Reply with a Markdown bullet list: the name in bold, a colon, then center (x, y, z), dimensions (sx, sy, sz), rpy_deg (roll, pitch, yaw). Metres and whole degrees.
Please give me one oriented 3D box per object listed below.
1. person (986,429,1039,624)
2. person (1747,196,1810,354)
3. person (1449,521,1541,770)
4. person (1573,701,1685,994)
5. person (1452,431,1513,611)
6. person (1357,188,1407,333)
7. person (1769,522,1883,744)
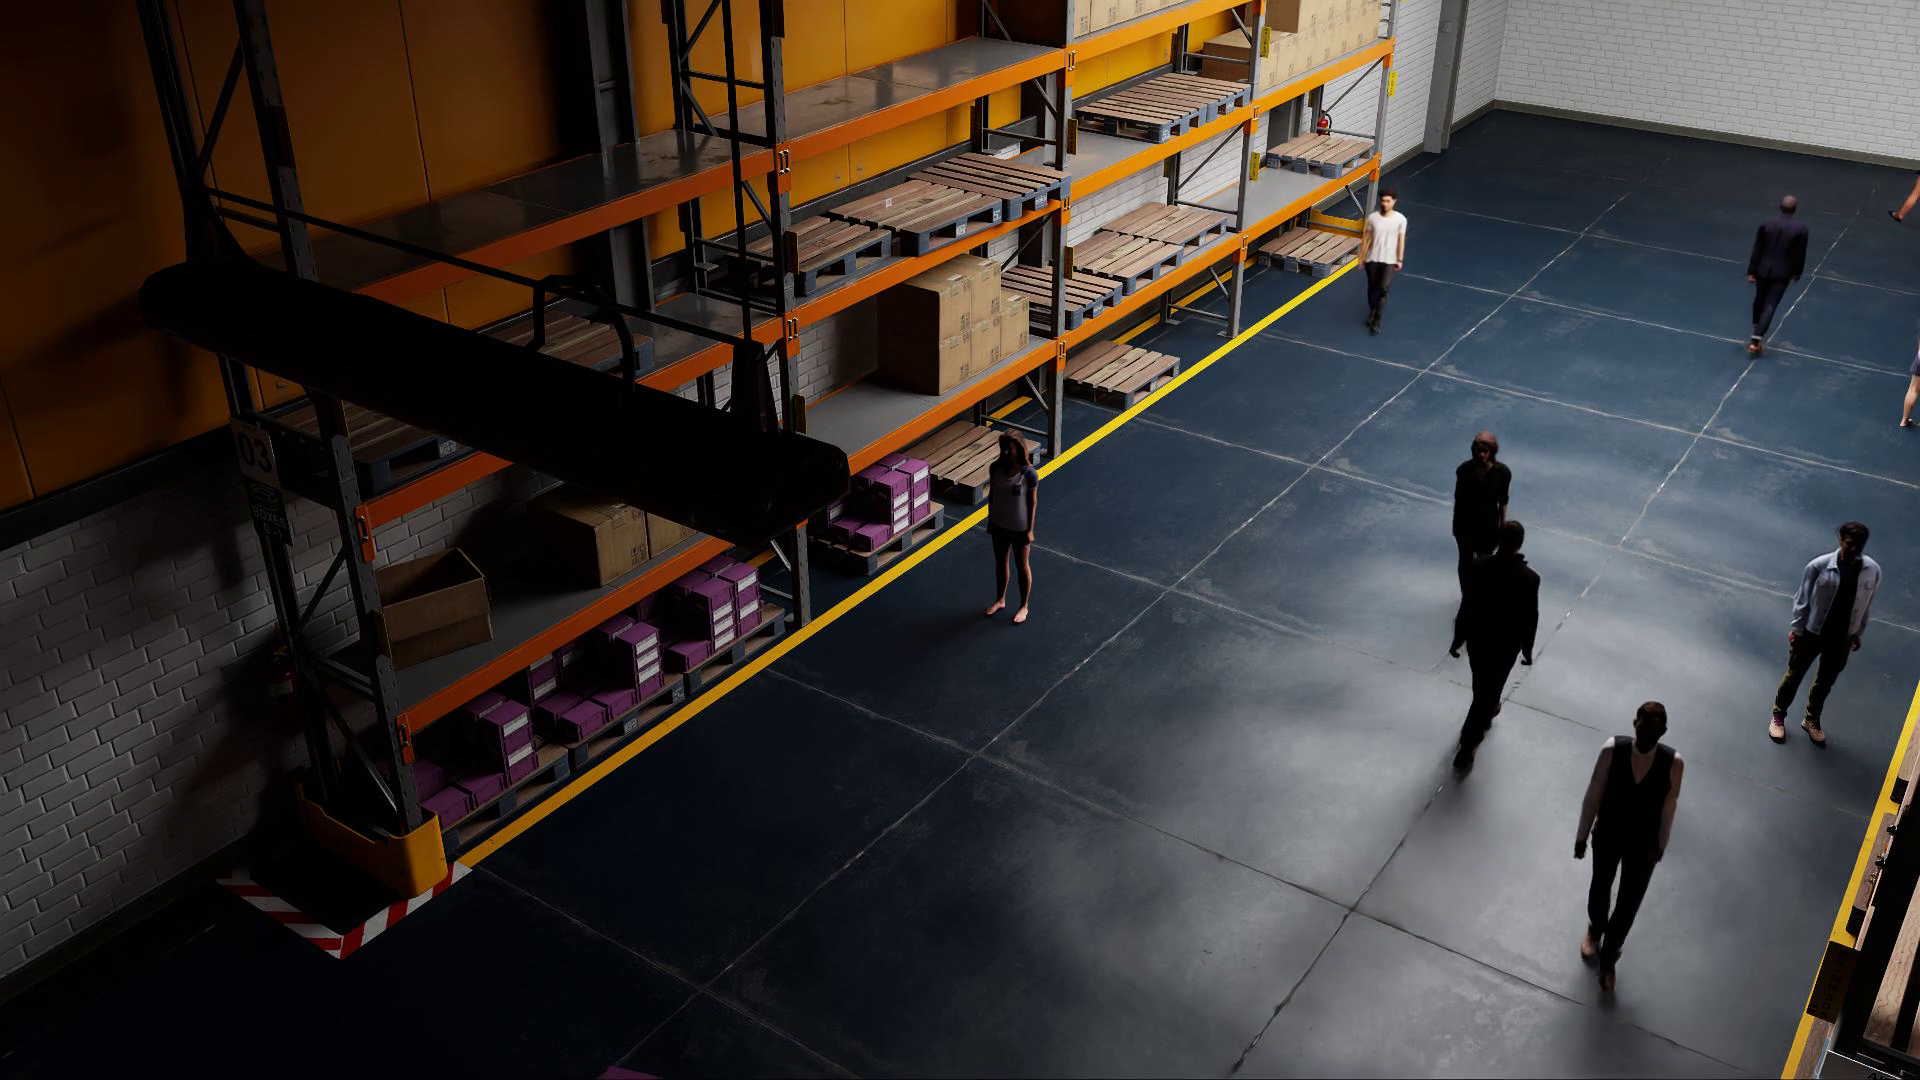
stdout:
- **person**: center (0.437, -0.135, 13.835), dimensions (0.610, 1.732, 0.569), rpy_deg (15, 32, 25)
- **person**: center (9.300, -3.004, 19.050), dimensions (0.764, 1.774, 1.198), rpy_deg (22, 36, 35)
- **person**: center (3.817, 0.785, 12.003), dimensions (0.733, 1.872, 1.231), rpy_deg (18, 33, 30)
- **person**: center (4.078, 1.752, 10.180), dimensions (0.735, 1.919, 0.858), rpy_deg (14, 32, 24)
- **person**: center (4.349, -0.173, 13.951), dimensions (0.716, 1.689, 0.870), rpy_deg (10, 30, 18)
- **person**: center (5.043, -3.382, 19.819), dimensions (0.730, 1.703, 0.905), rpy_deg (13, 31, 22)
- **person**: center (6.396, 0.672, 12.275), dimensions (0.758, 1.810, 0.728), rpy_deg (5, 29, 9)
